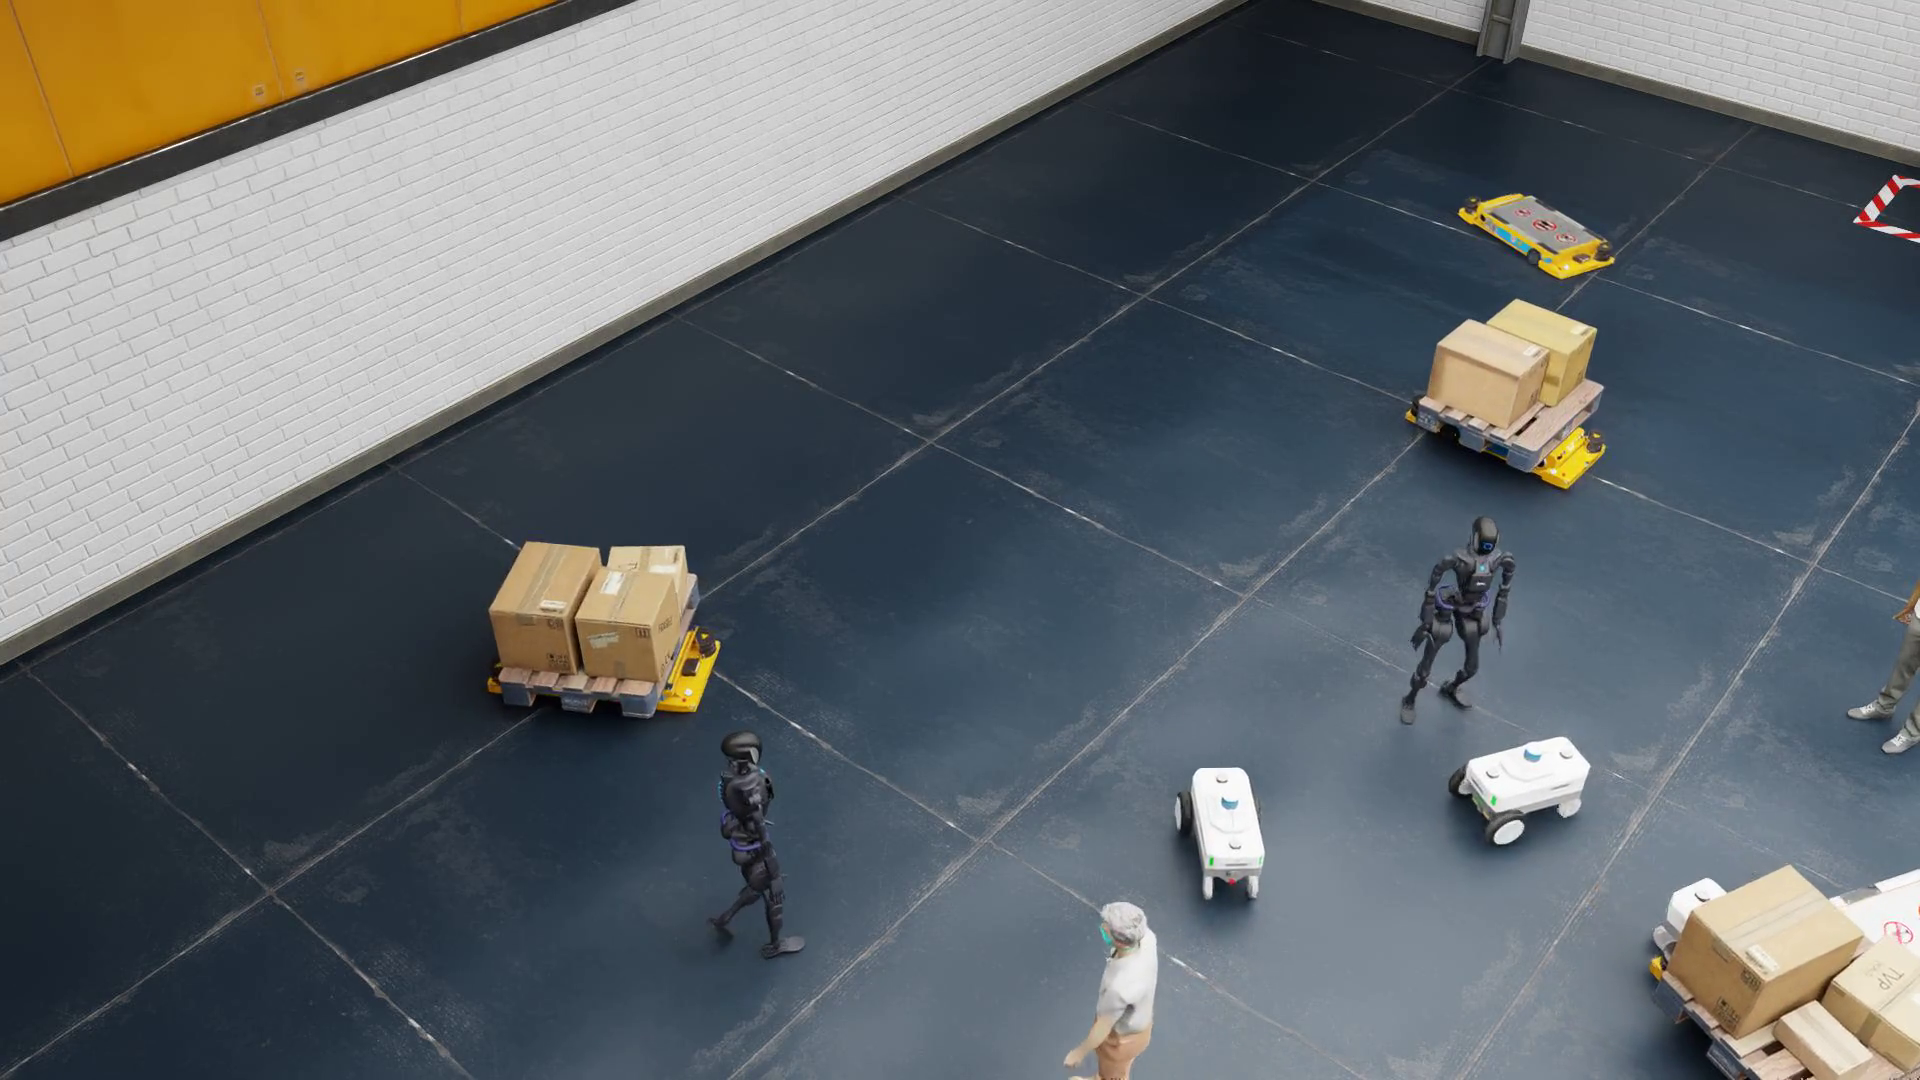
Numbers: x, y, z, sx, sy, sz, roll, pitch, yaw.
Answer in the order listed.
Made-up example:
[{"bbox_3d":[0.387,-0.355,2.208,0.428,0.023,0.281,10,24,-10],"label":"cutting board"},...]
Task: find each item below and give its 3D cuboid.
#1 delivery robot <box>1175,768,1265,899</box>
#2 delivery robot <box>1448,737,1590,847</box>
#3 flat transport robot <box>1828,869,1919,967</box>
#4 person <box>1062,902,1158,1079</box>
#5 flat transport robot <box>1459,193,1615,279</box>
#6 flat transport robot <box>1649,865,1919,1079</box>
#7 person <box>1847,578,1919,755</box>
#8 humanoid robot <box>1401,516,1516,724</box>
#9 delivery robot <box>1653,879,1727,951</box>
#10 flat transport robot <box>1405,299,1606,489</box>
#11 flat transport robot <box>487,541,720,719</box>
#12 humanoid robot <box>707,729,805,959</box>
[{"bbox_3d":[1.584,1.709,9.953,0.499,0.614,0.791,-1,39,-1],"label":"delivery robot"},{"bbox_3d":[3.444,1.498,10.214,0.815,0.614,0.499,-12,40,-14],"label":"delivery robot"},{"bbox_3d":[5.494,2.249,9.494,1.431,0.231,0.659,-13,41,-15],"label":"flat transport robot"},{"bbox_3d":[0.734,2.380,8.161,0.419,1.737,0.486,9,40,12],"label":"person"},{"bbox_3d":[5.525,-2.955,15.954,0.659,0.231,1.431,-18,42,-21],"label":"flat transport robot"},{"bbox_3d":[4.493,2.679,8.961,0.659,0.231,1.431,-17,42,-20],"label":"flat transport robot"},{"bbox_3d":[6.112,0.549,10.346,0.390,1.849,0.565,-9,40,-11],"label":"person"},{"bbox_3d":[3.165,0.477,10.567,0.586,1.639,0.387,-5,39,-6],"label":"humanoid robot"},{"bbox_3d":[4.287,2.290,9.227,0.499,0.610,0.788,-17,42,-20],"label":"delivery robot"},{"bbox_3d":[4.392,-0.900,13.404,1.431,0.231,0.659,30,47,31],"label":"flat transport robot"},{"bbox_3d":[-2.407,0.820,11.268,1.431,0.231,0.659,5,39,6],"label":"flat transport robot"},{"bbox_3d":[-1.168,1.689,9.069,0.497,1.643,0.588,-17,42,-20],"label":"humanoid robot"}]
